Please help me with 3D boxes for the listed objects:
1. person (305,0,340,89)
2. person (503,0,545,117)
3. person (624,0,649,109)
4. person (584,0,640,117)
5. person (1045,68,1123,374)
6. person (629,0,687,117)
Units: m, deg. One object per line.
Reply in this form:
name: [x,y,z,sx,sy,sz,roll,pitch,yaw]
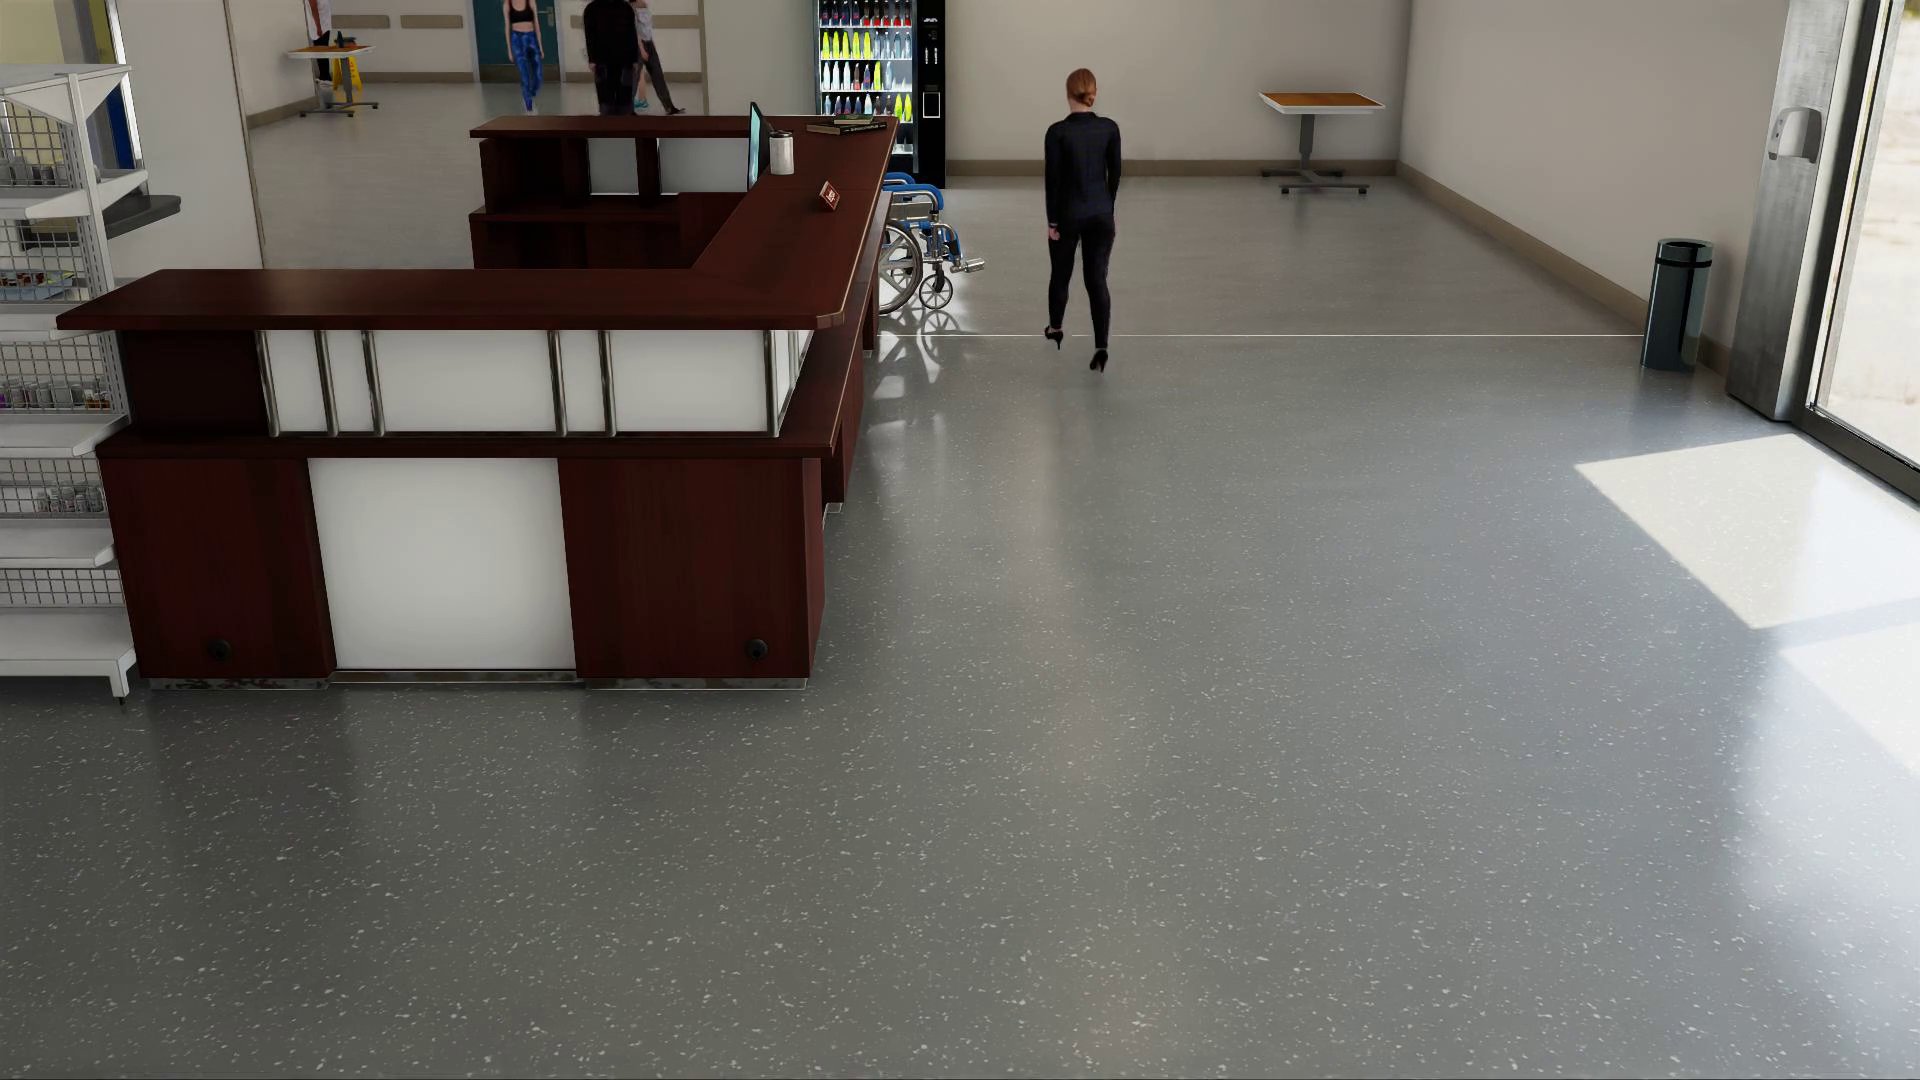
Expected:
person: [-9.541,-7.645,24.815,0.720,1.688,0.737,-7,22,-18]
person: [-5.265,-5.907,20.107,0.818,1.772,0.801,-8,22,-20]
person: [-4.353,-6.683,22.167,0.543,1.764,0.595,-1,21,-2]
person: [-3.688,-5.012,17.564,0.835,1.901,0.907,-9,23,-23]
person: [0.714,-1.718,9.242,1.094,1.634,0.829,-4,21,-11]
person: [-4.003,-5.991,20.429,1.131,1.702,0.897,10,23,24]
